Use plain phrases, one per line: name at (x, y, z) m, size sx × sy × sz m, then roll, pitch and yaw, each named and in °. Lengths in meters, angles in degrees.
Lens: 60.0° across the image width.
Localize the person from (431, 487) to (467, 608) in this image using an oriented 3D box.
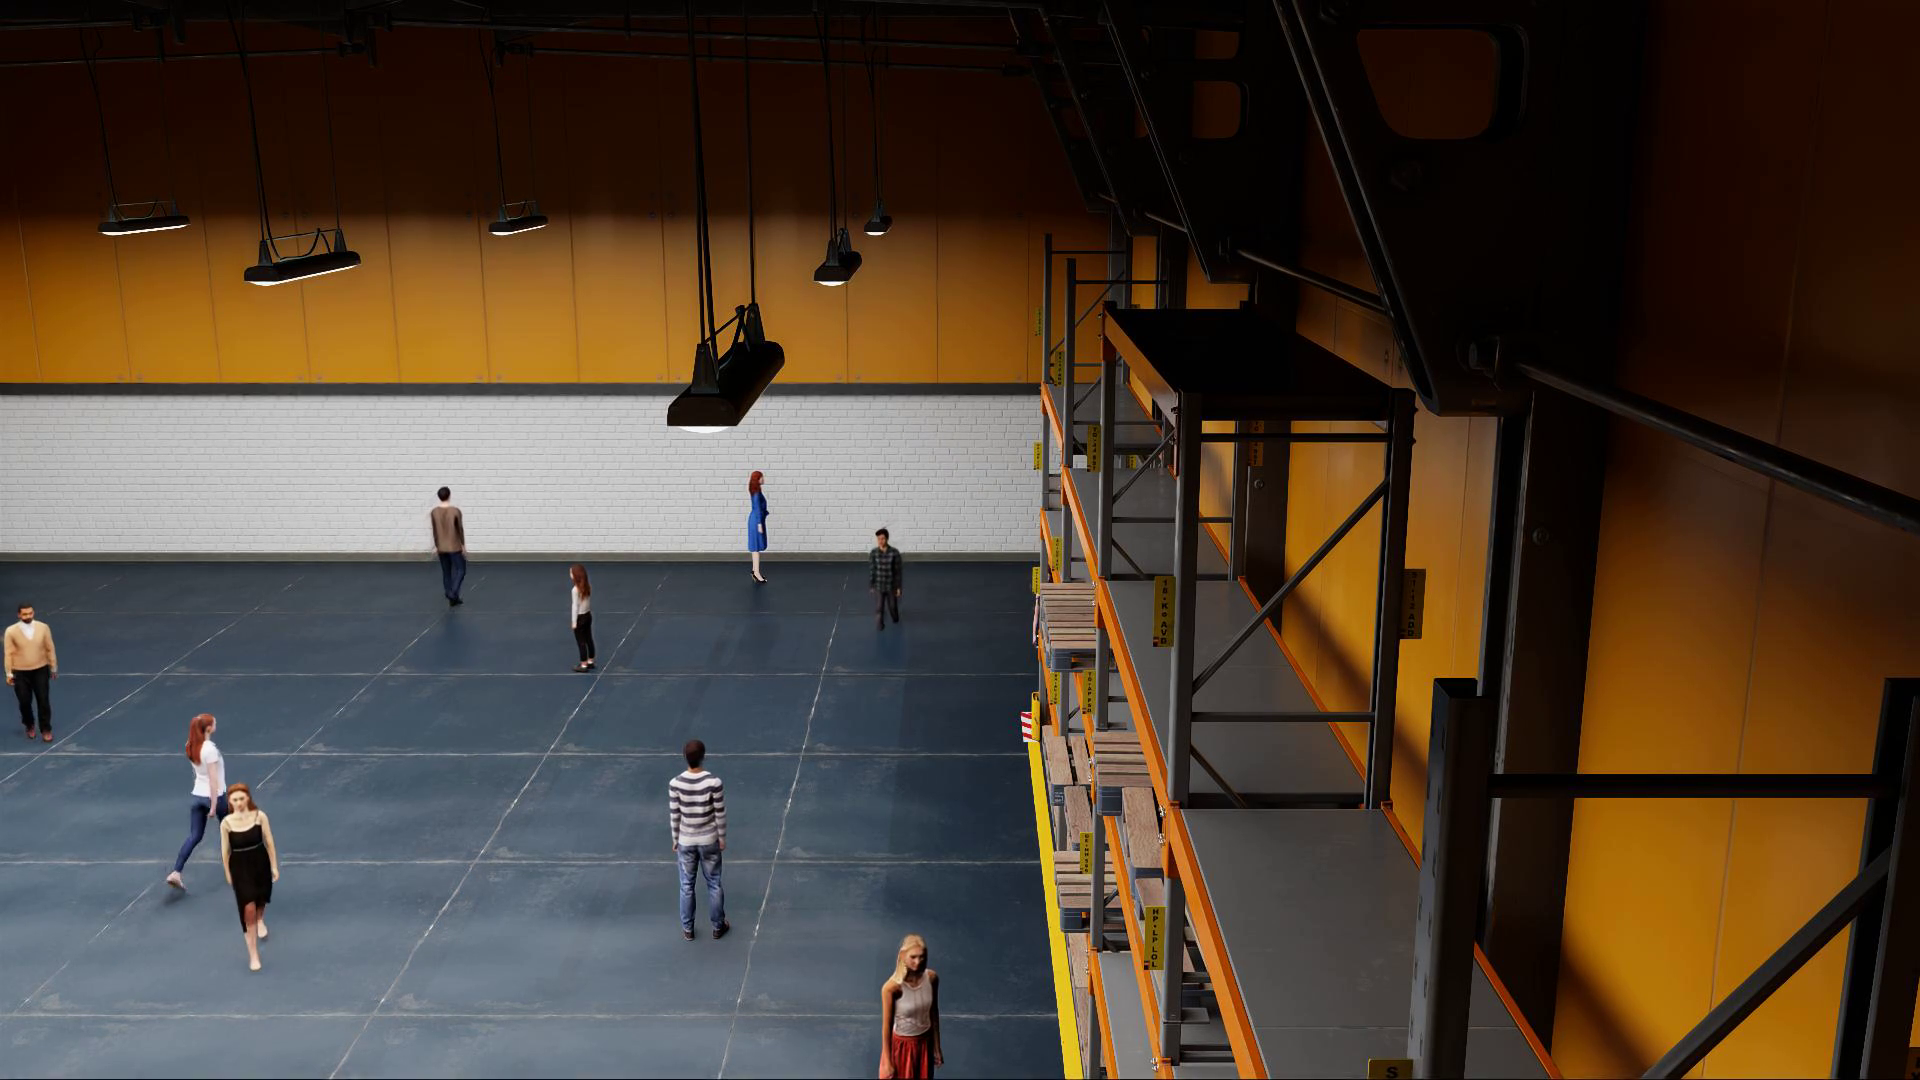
person at (-7.838, 0.127, 25.466) m, size 0.670 × 1.879 × 0.743 m, roll 1°, pitch 14°, yaw 4°

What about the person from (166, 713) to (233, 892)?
person at (-7.278, 2.529, 15.914) m, size 0.835 × 1.706 × 1.183 m, roll 5°, pitch 14°, yaw 20°

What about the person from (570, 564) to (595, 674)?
person at (-5.104, 1.052, 22.489) m, size 0.664 × 1.483 × 0.525 m, roll 5°, pitch 14°, yaw 19°

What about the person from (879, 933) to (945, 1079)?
person at (-0.353, 3.546, 11.506) m, size 0.733 × 1.805 × 0.764 m, roll -9°, pitch 16°, yaw -33°

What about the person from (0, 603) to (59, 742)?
person at (-11.102, 1.560, 19.856) m, size 0.838 × 1.734 × 0.873 m, roll -10°, pitch 17°, yaw -36°

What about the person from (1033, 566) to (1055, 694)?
person at (1.169, 1.177, 21.431) m, size 0.668 × 1.738 × 0.694 m, roll 9°, pitch 16°, yaw 33°

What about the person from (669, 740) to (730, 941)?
person at (-2.351, 2.687, 14.948) m, size 0.640 × 1.853 × 0.518 m, roll 0°, pitch 14°, yaw -1°

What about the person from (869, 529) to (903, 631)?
person at (-1.085, 0.644, 24.510) m, size 0.763 × 1.696 × 0.933 m, roll 2°, pitch 14°, yaw 9°

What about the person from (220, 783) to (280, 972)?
person at (-6.255, 2.893, 14.679) m, size 0.949 × 1.580 × 1.169 m, roll -8°, pitch 16°, yaw -30°

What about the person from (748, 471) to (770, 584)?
person at (-3.298, -0.224, 27.026) m, size 0.700 × 1.828 × 0.557 m, roll -2°, pitch 14°, yaw -9°
